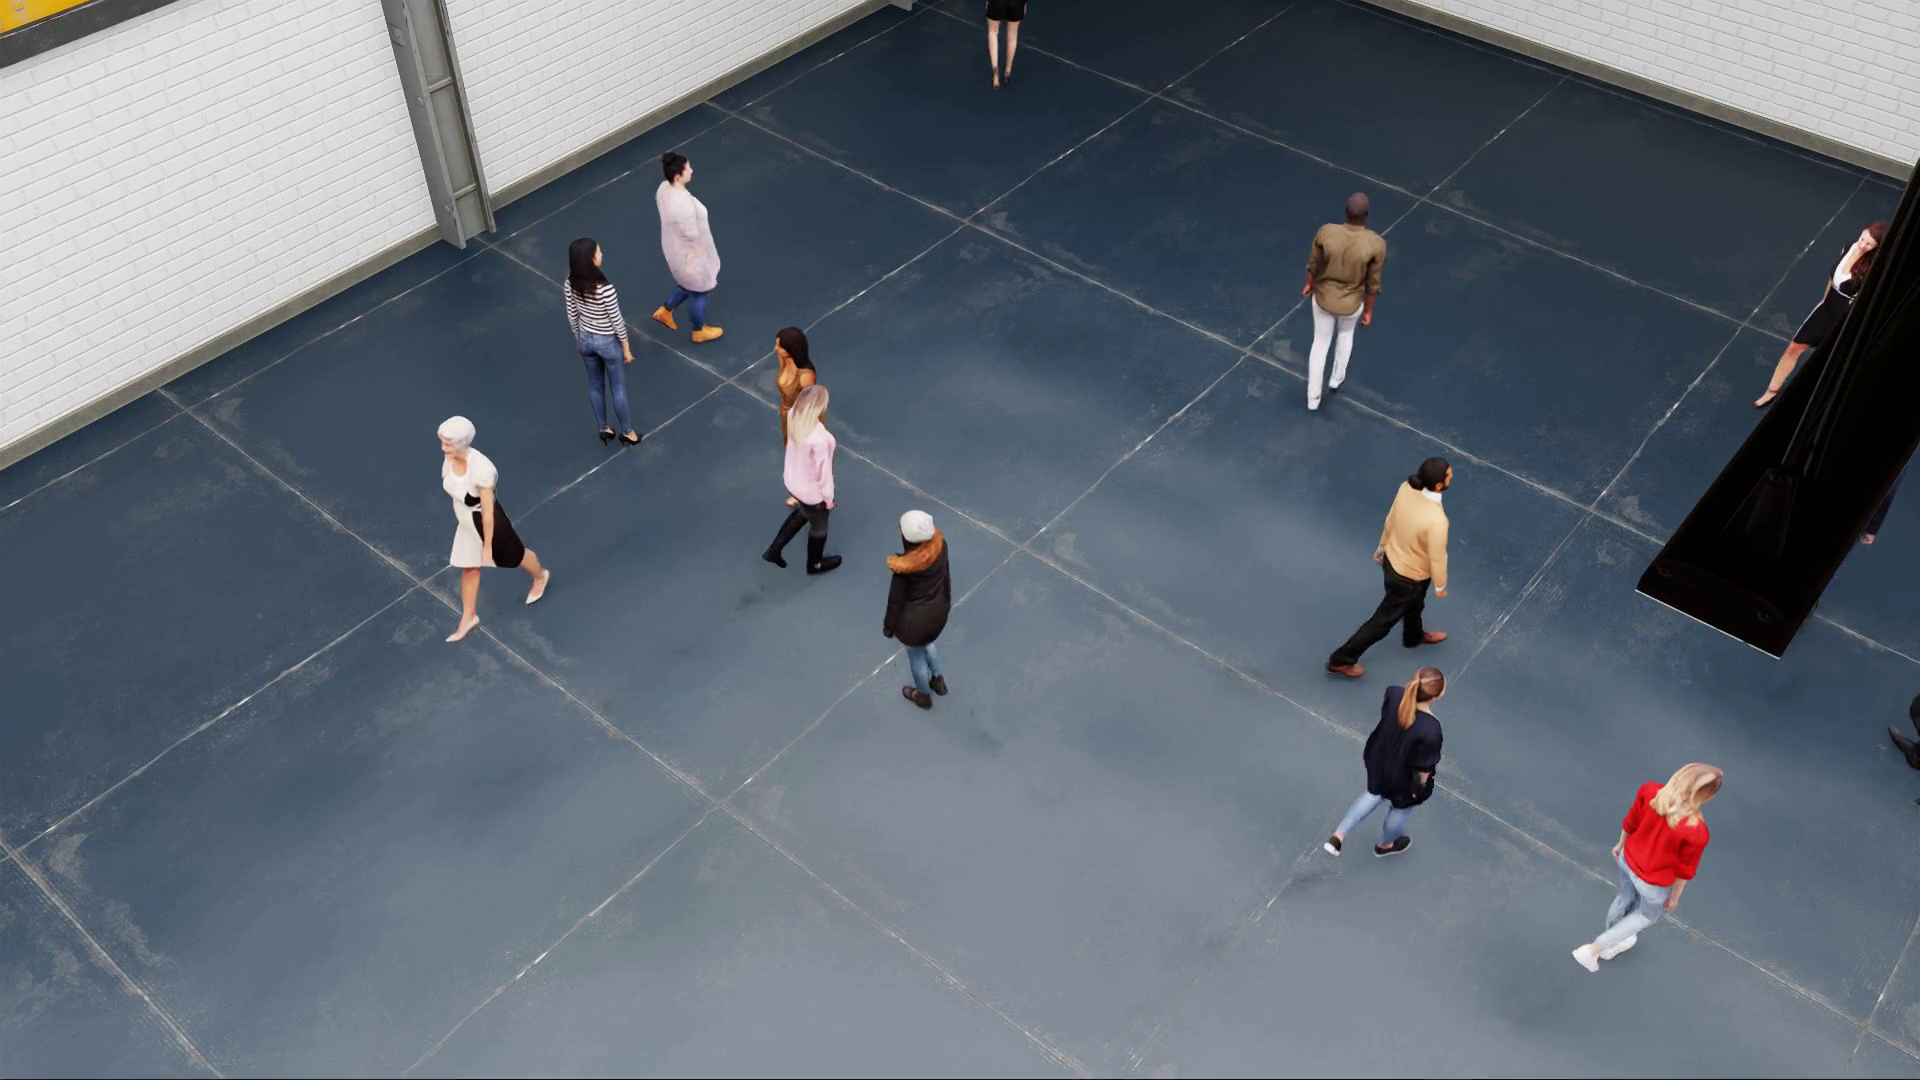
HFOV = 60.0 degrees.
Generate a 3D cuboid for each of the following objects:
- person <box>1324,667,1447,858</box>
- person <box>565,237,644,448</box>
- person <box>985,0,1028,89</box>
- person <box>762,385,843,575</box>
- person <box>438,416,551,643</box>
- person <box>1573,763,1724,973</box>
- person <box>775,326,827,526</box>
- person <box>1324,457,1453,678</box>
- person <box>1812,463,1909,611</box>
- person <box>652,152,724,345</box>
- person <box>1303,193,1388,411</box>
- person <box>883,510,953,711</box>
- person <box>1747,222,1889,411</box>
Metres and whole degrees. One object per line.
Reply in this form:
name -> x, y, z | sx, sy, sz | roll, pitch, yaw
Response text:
person -> 2.414, 1.314, 9.410 | 0.968, 1.670, 0.827 | -20, 47, -20
person -> -2.630, -1.414, 12.184 | 0.639, 1.794, 0.591 | 16, 46, 16
person -> 0.431, -5.160, 16.147 | 0.830, 1.752, 0.927 | 4, 44, 4
person -> -1.085, -0.341, 11.150 | 0.888, 1.668, 0.772 | -27, 50, -25
person -> -3.025, -0.125, 10.893 | 0.626, 1.708, 1.054 | 30, 51, 28
person -> 3.614, 1.799, 8.890 | 0.894, 1.685, 0.792 | -20, 47, -20
person -> -1.106, -0.810, 11.628 | 0.597, 1.686, 0.613 | -25, 49, -24
person -> 2.757, 0.213, 10.529 | 1.236, 1.722, 1.118 | -7, 44, -7
person -> 5.648, -0.117, 10.764 | 0.727, 1.876, 0.658 | 26, 49, 25
person -> -2.224, -2.269, 13.127 | 0.943, 1.731, 0.858 | -17, 46, -17
person -> 2.834, -1.741, 12.518 | 0.900, 1.807, 0.956 | 11, 45, 11
person -> -0.198, 0.478, 10.318 | 0.686, 1.628, 0.515 | 32, 52, 29
person -> 6.636, -1.655, 12.456 | 0.991, 1.768, 0.880 | -10, 45, -11
